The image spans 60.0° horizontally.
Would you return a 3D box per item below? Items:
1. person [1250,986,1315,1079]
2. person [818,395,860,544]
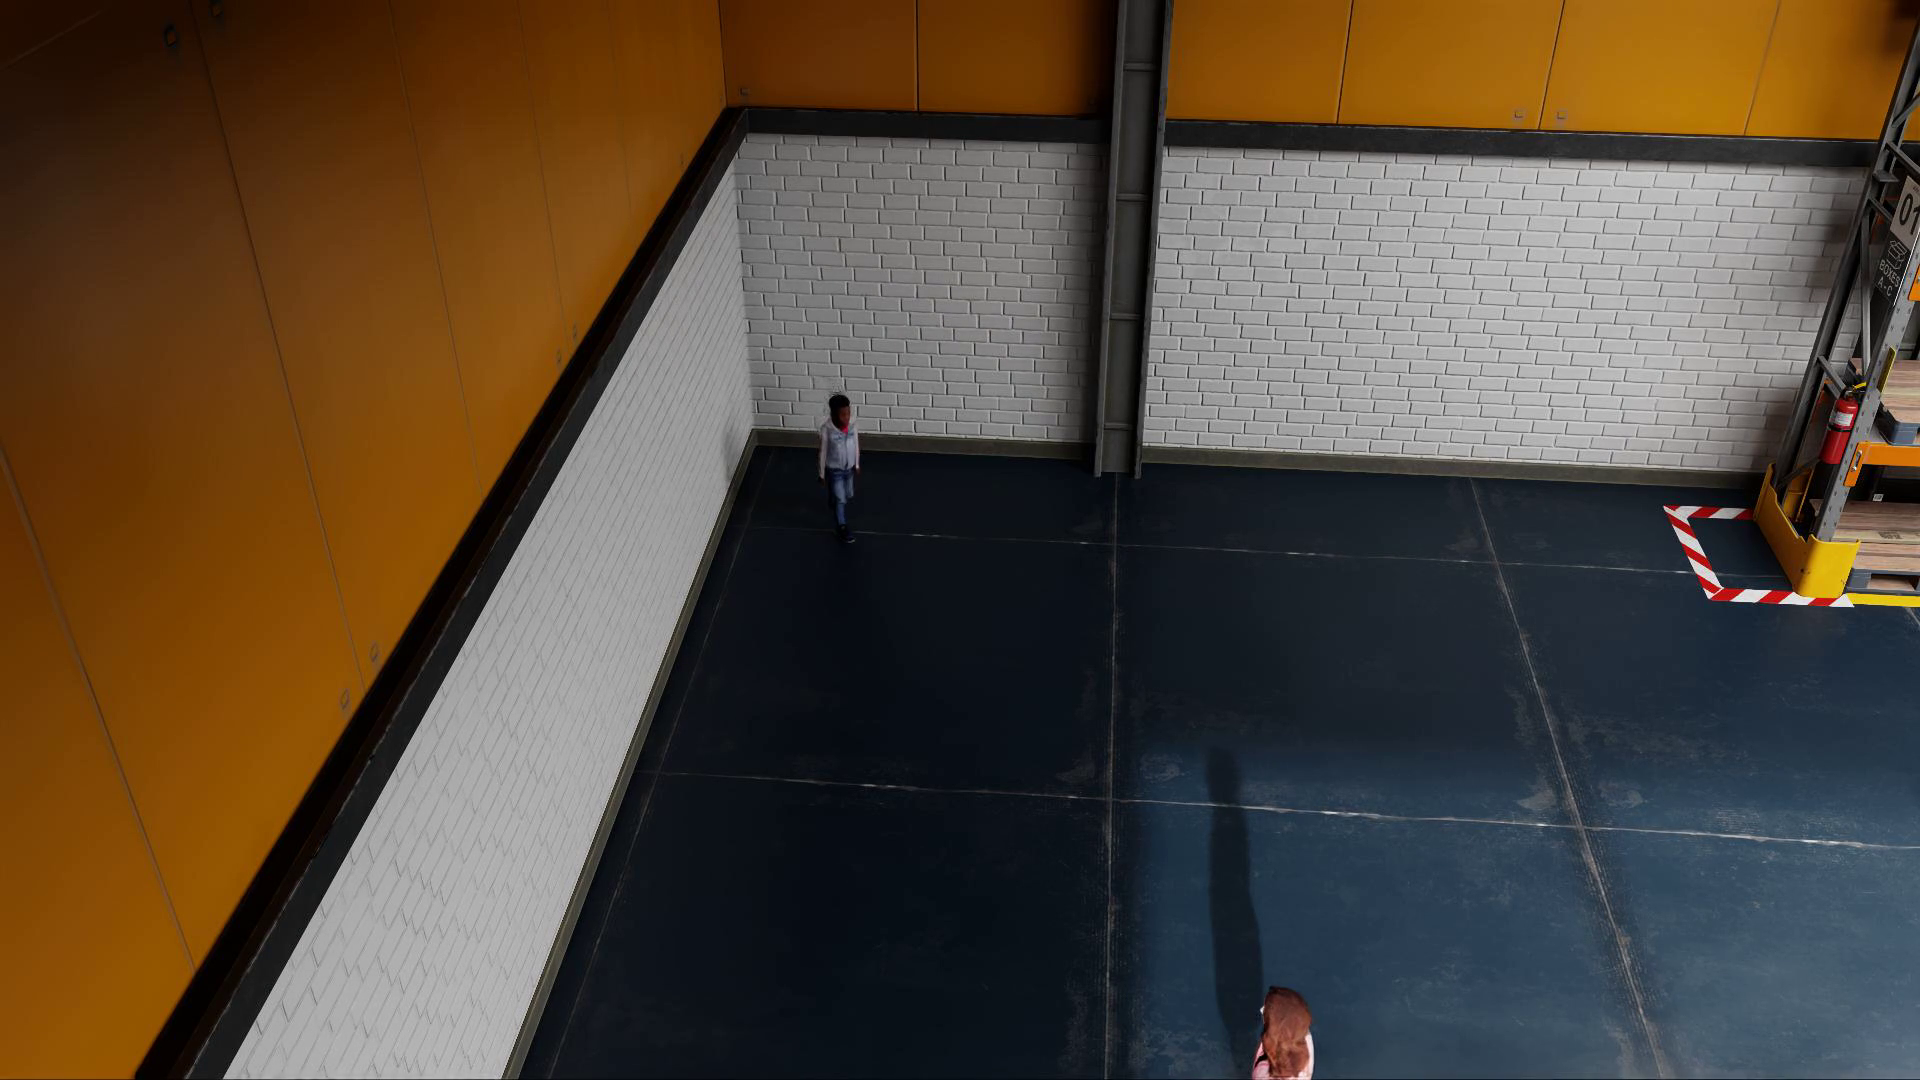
[{"bbox_3d":[1.463,2.710,7.664,0.535,1.800,0.633,5,34,8],"label":"person"},{"bbox_3d":[-0.978,-0.629,13.197,0.837,1.237,0.832,-15,36,-21],"label":"person"}]
